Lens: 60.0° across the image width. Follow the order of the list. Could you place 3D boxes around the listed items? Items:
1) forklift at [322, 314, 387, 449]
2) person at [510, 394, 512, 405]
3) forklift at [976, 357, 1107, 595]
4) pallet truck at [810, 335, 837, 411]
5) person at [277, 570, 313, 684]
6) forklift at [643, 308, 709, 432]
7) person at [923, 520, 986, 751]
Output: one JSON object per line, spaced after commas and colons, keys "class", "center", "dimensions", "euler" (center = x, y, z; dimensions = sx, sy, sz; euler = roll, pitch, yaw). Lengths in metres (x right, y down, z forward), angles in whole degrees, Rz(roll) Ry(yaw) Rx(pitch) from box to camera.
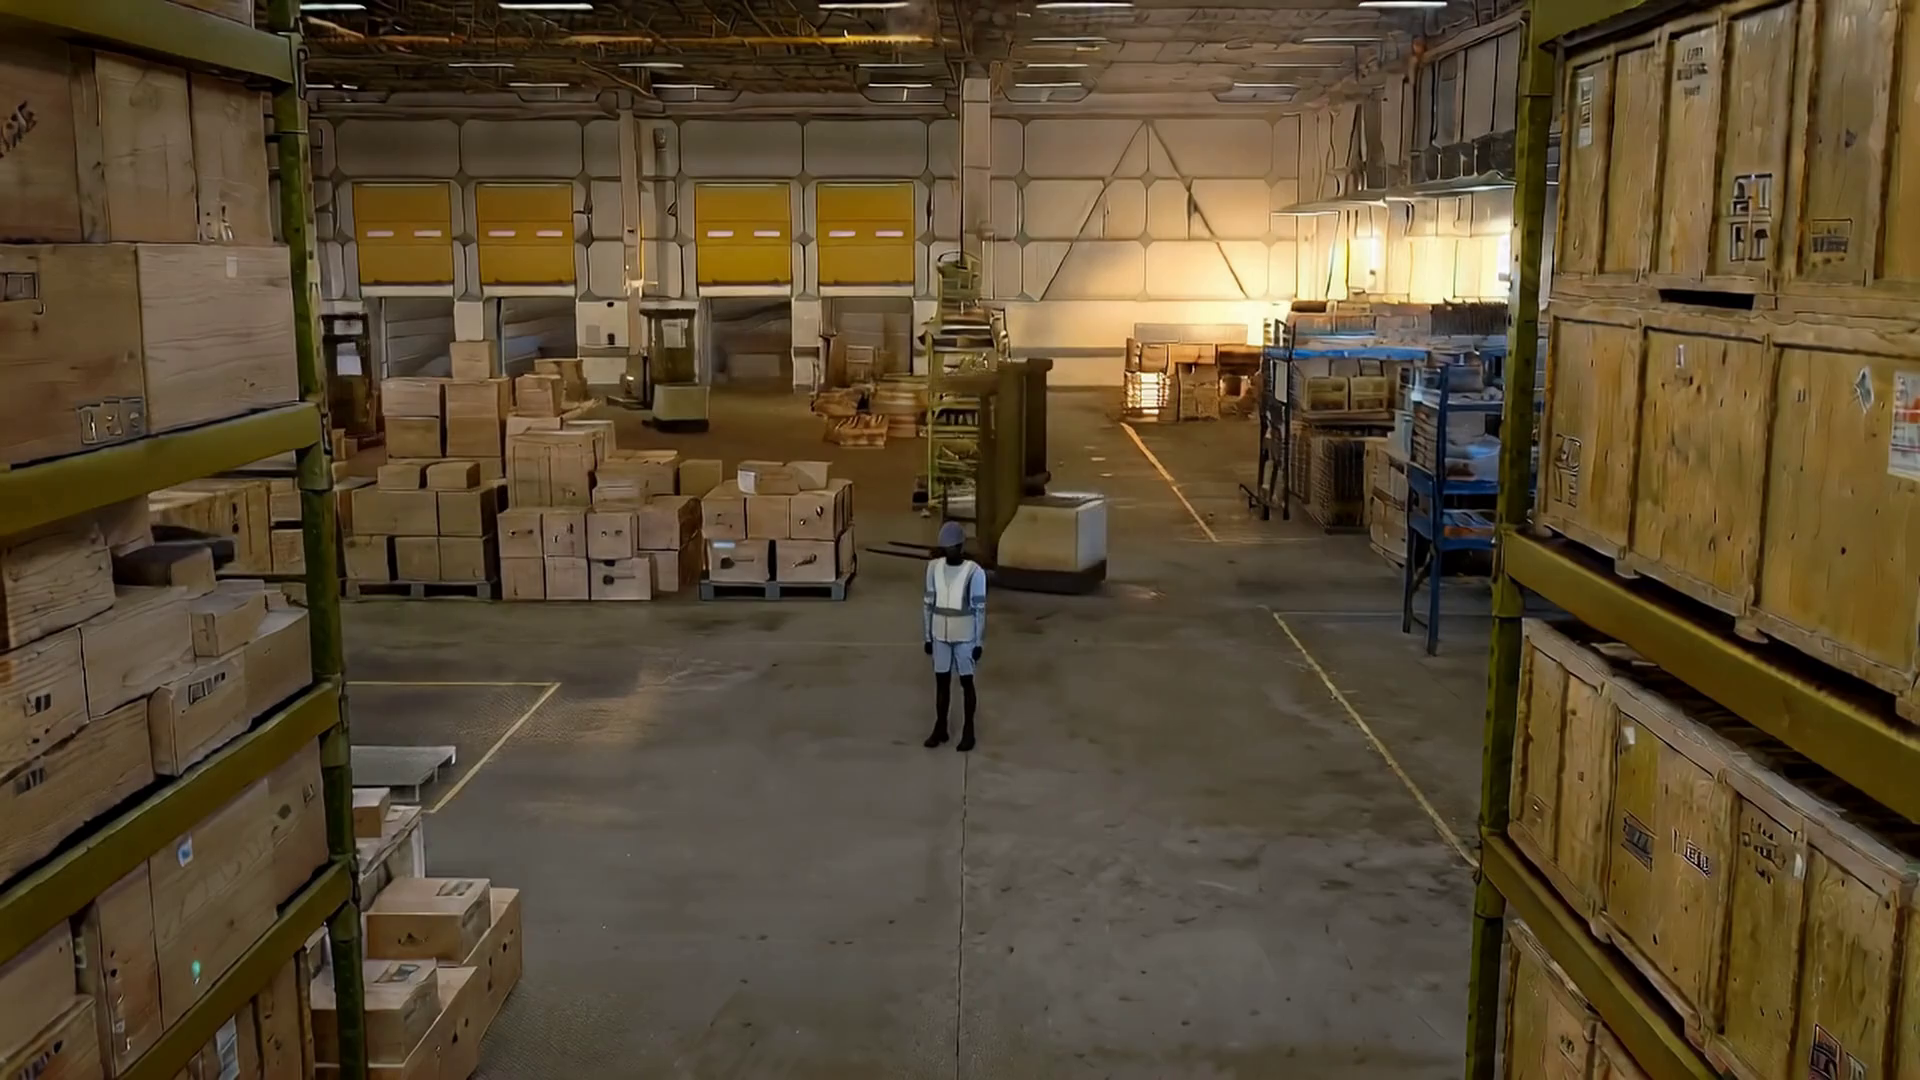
{"class": "forklift", "center": [-12.976, -3.414, 35.398], "dimensions": [1.129, 2.768, 1.873], "euler": [0, 10, 1]}
{"class": "person", "center": [-9.250, -2.483, 33.442], "dimensions": [0.540, 1.696, 0.316], "euler": [5, 11, 28]}
{"class": "forklift", "center": [0.796, -0.841, 20.553], "dimensions": [1.873, 2.768, 1.129], "euler": [5, 11, 25]}
{"class": "pallet truck", "center": [-3.021, -4.312, 43.126], "dimensions": [1.885, 1.965, 0.823], "euler": [3, 10, 17]}
{"class": "person", "center": [-4.461, 1.190, 11.392], "dimensions": [0.380, 1.995, 0.611], "euler": [-9, 13, -43]}
{"class": "forklift", "center": [-6.623, -3.980, 38.665], "dimensions": [1.129, 2.768, 1.873], "euler": [-5, 11, -25]}
{"class": "person", "center": [-0.056, 0.793, 13.843], "dimensions": [0.543, 1.939, 0.355], "euler": [4, 11, 24]}
